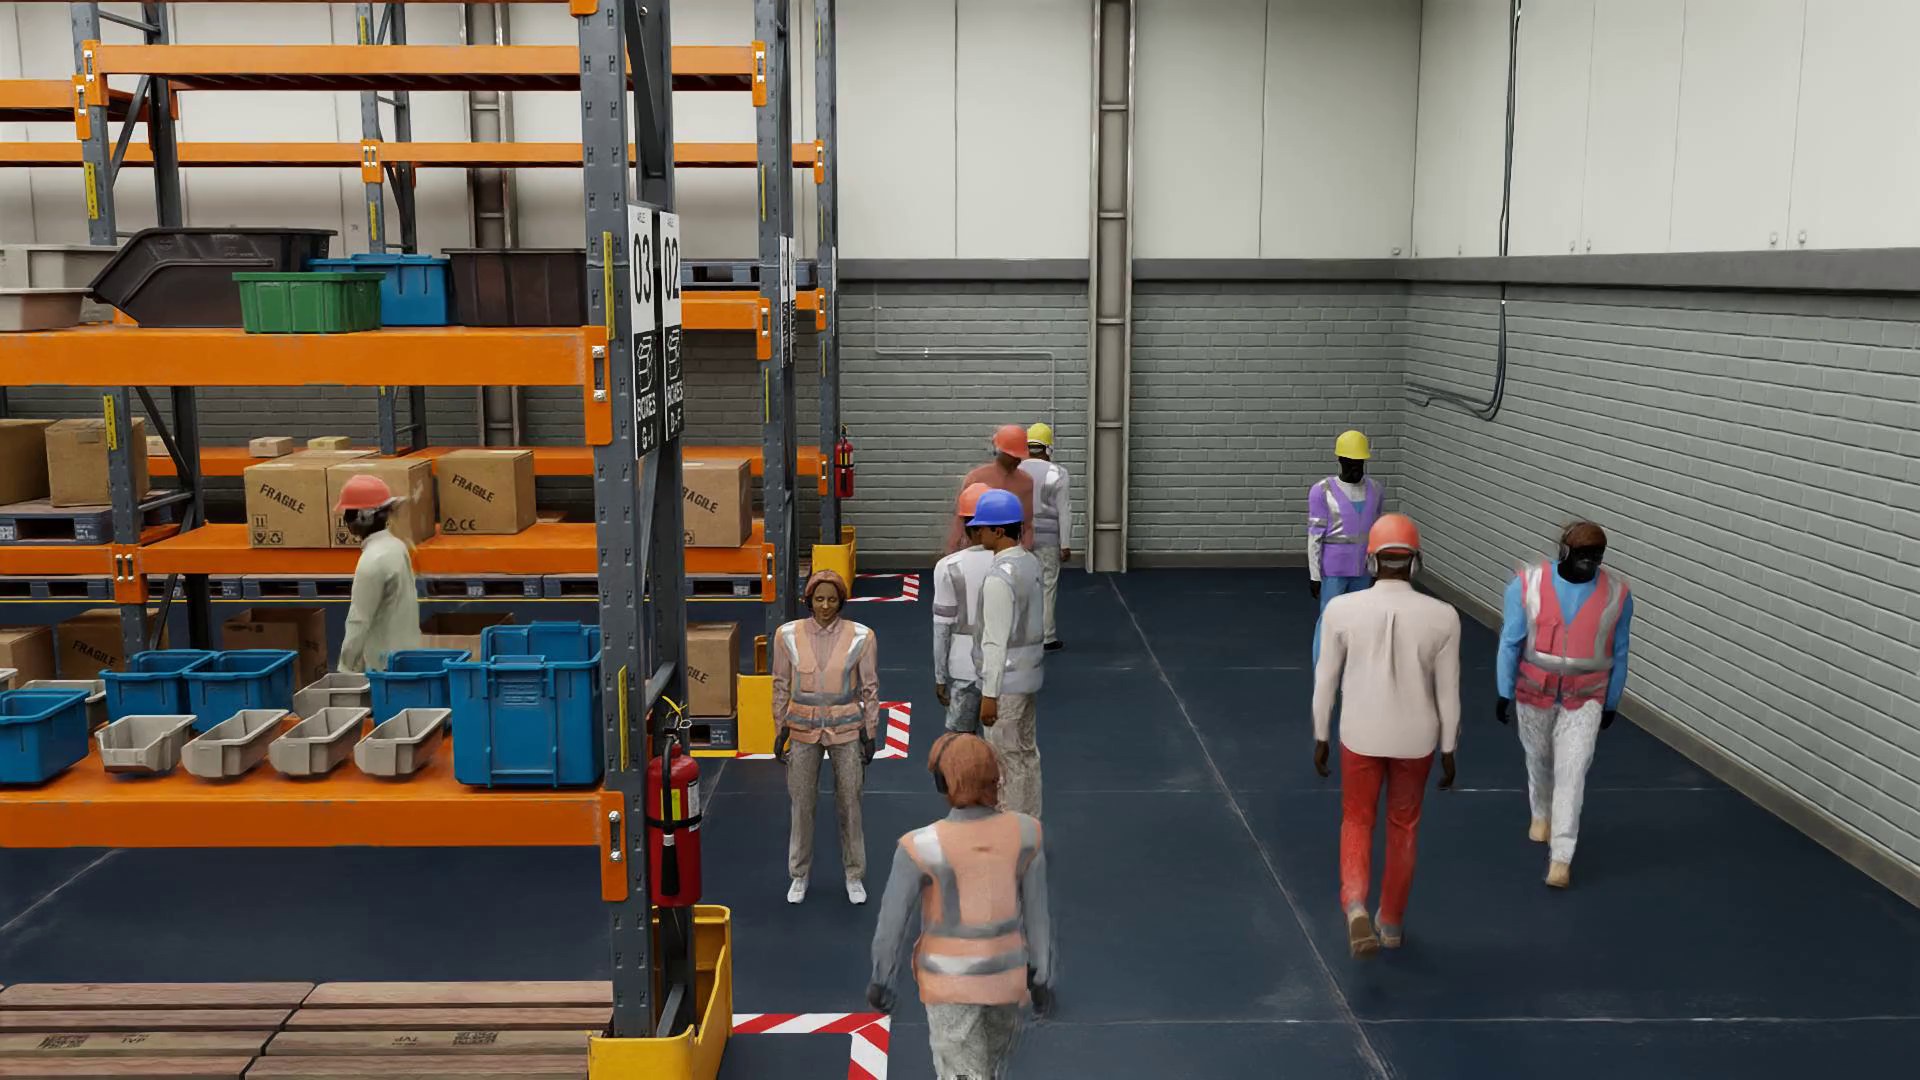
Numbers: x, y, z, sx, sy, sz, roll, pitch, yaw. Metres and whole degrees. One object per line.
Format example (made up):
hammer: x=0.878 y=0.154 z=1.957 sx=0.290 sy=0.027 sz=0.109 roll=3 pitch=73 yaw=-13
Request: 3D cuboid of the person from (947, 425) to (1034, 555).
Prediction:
person: x=0.273 y=0.116 z=12.106 sx=0.672 sy=1.910 sz=1.063 roll=-7 pitch=12 yaw=-37

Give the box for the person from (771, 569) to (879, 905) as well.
person: x=-0.638 y=0.940 z=7.927 sx=0.515 sy=1.633 sz=0.317 roll=0 pitch=9 yaw=1

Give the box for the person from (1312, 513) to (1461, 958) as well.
person: x=1.859 y=0.879 z=7.264 sx=0.637 sy=1.966 sz=0.730 roll=2 pitch=10 yaw=14

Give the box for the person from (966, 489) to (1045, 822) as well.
person: x=0.231 y=0.703 z=8.429 sx=0.412 sy=1.938 sz=0.611 roll=3 pitch=10 yaw=19

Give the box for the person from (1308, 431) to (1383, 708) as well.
person: x=2.690 y=0.198 z=11.557 sx=0.594 sy=1.926 sz=0.368 roll=-4 pitch=10 yaw=-22

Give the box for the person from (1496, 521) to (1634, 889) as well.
person: x=3.065 y=0.774 z=8.473 sx=0.626 sy=1.790 sz=1.006 roll=4 pitch=10 yaw=22

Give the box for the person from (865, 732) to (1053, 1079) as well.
person: x=-0.020 y=1.381 z=5.254 sx=0.532 sy=1.598 sz=0.827 roll=-5 pitch=11 yaw=-28

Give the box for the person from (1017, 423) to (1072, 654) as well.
person: x=0.612 y=-0.017 z=13.238 sx=0.609 sy=1.821 sz=0.414 roll=6 pitch=11 yaw=32
